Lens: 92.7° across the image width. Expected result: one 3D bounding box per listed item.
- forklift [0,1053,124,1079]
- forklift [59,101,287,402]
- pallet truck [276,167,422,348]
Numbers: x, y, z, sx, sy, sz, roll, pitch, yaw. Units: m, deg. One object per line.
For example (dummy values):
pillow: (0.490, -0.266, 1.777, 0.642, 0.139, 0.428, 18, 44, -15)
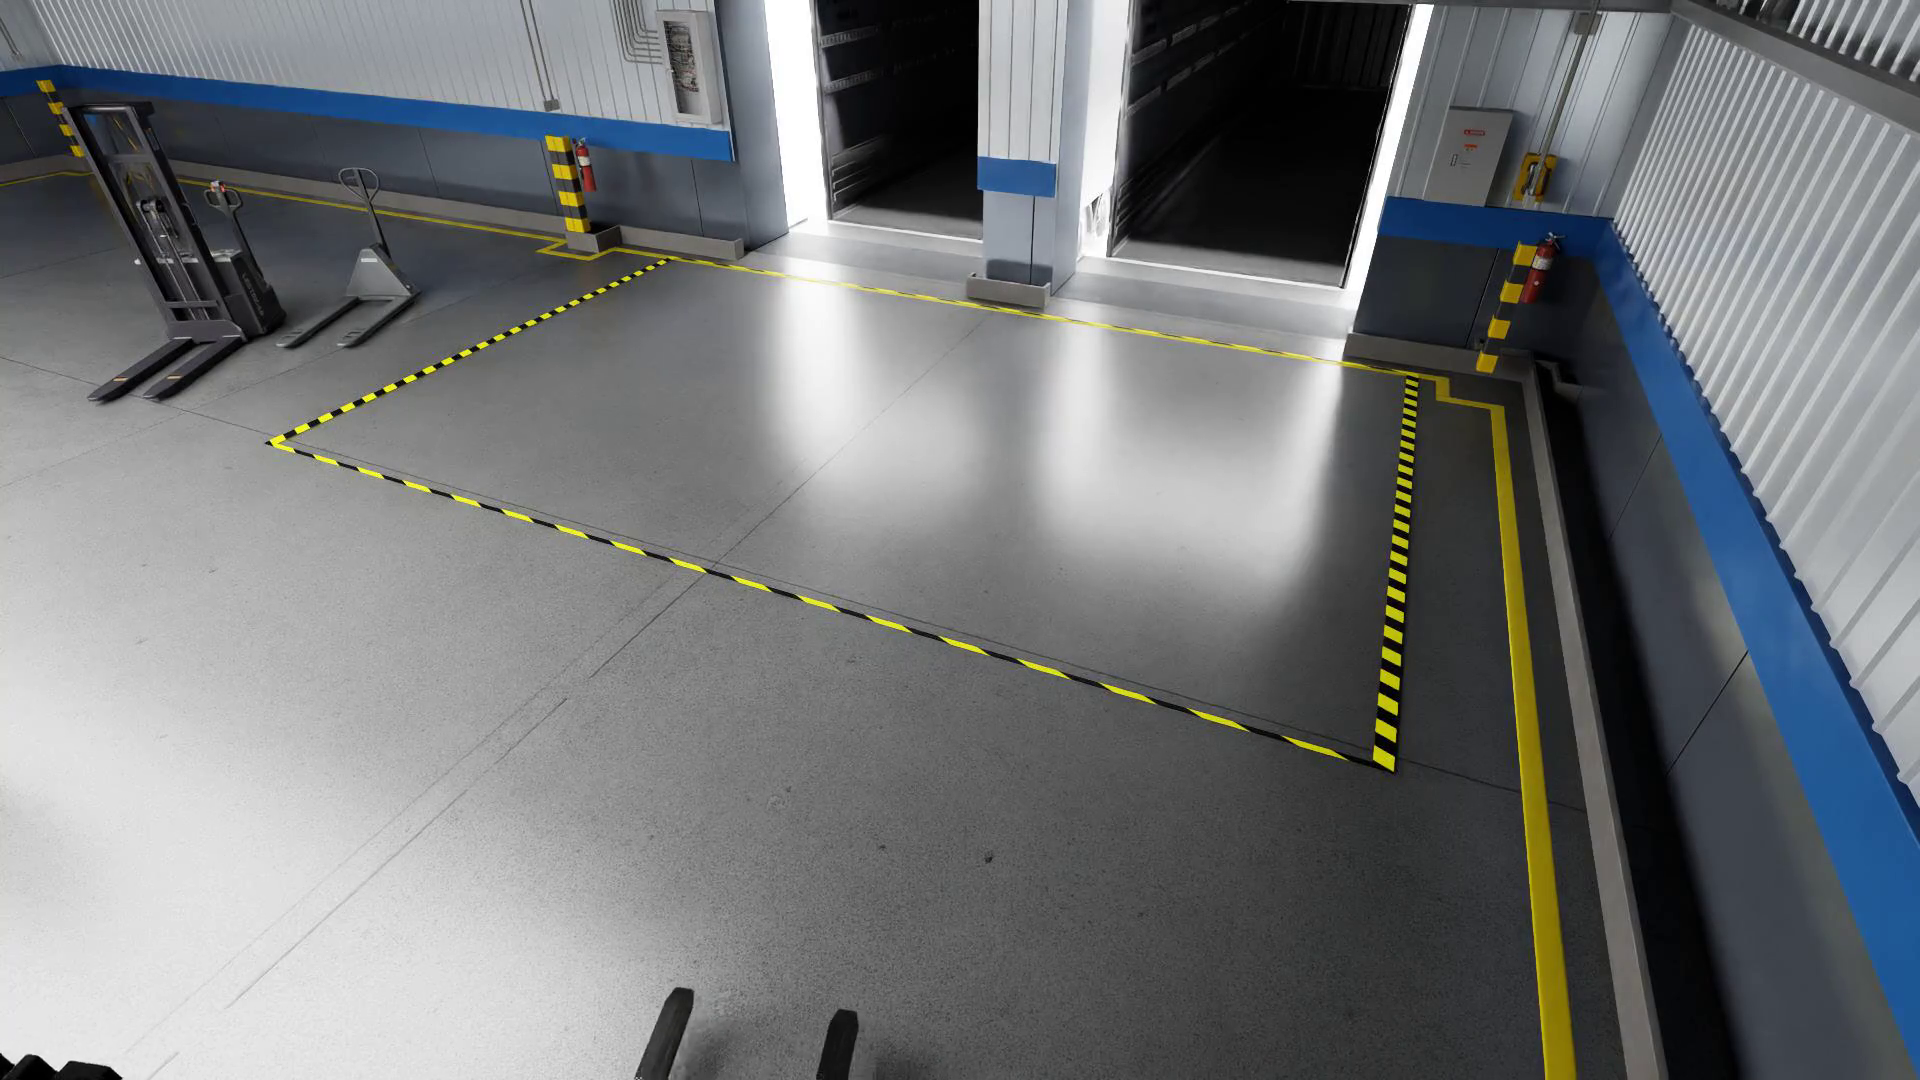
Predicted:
forklift: (-0.996, 2.125, 0.670, 1.157, 2.036, 2.680, 4, 35, 6)
forklift: (-6.686, -2.387, 7.434, 0.823, 1.965, 1.885, -3, 35, -5)
pallet truck: (-5.732, -2.611, 8.414, 0.680, 1.201, 1.601, -1, 35, -1)
